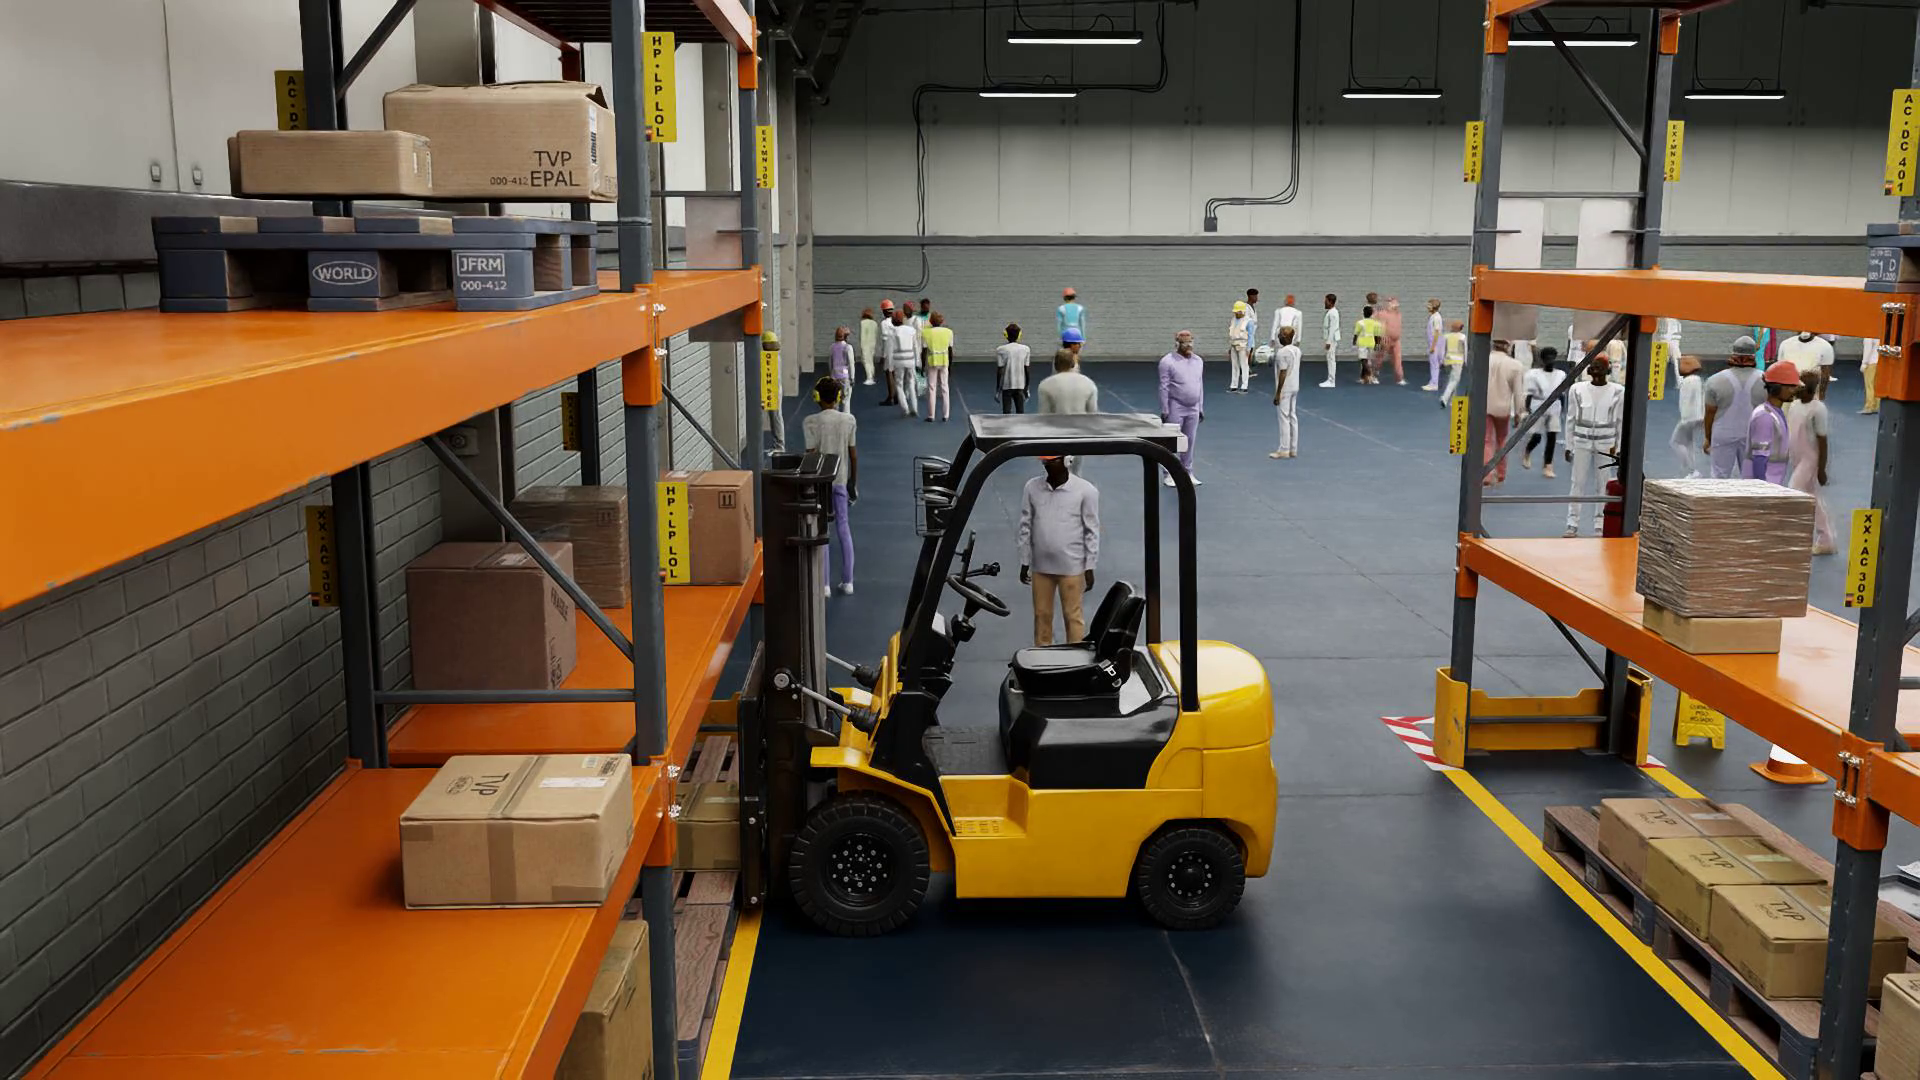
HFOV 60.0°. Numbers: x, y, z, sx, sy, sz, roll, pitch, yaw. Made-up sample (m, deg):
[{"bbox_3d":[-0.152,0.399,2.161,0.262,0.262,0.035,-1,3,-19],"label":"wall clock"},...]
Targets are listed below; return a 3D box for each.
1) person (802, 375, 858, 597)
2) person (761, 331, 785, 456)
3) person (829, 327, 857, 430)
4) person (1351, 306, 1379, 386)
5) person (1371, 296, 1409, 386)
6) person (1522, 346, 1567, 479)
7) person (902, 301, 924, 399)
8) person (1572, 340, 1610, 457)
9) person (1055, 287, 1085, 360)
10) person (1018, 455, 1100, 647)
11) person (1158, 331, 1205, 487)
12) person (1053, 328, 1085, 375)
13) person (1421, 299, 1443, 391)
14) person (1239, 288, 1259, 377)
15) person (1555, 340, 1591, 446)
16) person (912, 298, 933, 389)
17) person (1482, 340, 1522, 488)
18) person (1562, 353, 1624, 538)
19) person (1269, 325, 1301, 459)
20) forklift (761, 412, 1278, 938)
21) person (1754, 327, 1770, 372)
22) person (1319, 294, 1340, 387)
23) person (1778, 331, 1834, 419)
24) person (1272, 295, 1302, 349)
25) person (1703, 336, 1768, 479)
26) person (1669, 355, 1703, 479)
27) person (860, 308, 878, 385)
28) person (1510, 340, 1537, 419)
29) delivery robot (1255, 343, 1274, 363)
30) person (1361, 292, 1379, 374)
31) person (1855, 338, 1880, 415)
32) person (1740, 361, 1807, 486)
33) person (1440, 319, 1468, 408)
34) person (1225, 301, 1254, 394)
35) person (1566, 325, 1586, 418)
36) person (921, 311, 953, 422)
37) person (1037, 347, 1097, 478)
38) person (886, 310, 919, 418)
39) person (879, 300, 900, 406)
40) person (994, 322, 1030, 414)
[{"bbox_3d":[-1.110,-0.453,14.064,0.533,1.868,0.310,-6,12,-29],"label":"person"},{"bbox_3d":[-2.645,-2.052,23.321,0.323,1.742,0.492,-3,11,-15],"label":"person"},{"bbox_3d":[-1.873,-2.565,26.477,0.522,1.636,0.309,9,13,40],"label":"person"},{"bbox_3d":[8.493,-4.046,34.644,0.527,1.670,0.806,-4,11,-19],"label":"person"},{"bbox_3d":[8.977,-4.174,34.859,0.665,1.862,1.001,-6,12,-31],"label":"person"},{"bbox_3d":[7.420,-1.635,21.151,0.540,1.675,0.537,-1,10,-6],"label":"person"},{"bbox_3d":[-0.965,-3.605,31.616,0.428,1.866,0.598,-9,13,-41],"label":"person"},{"bbox_3d":[8.816,-1.982,23.253,0.314,1.630,0.517,-9,13,-41],"label":"person"},{"bbox_3d":[2.314,-4.323,35.171,0.645,2.028,0.429,-2,10,-10],"label":"person"},{"bbox_3d":[0.639,0.146,11.043,0.575,1.749,0.334,6,12,28],"label":"person"},{"bbox_3d":[2.732,-1.605,20.375,0.651,1.907,0.409,-6,12,-29],"label":"person"},{"bbox_3d":[1.331,-1.628,20.422,0.419,1.939,0.613,-3,10,-14],"label":"person"},{"bbox_3d":[9.517,-3.925,33.469,0.345,1.847,0.504,2,10,11],"label":"person"},{"bbox_3d":[6.431,-4.613,37.000,0.376,1.957,0.608,5,11,27],"label":"person"},{"bbox_3d":[9.015,-2.153,24.263,0.690,1.615,0.539,3,11,19],"label":"person"},{"bbox_3d":[-0.786,-4.052,34.205,0.604,1.857,0.973,-4,11,-21],"label":"person"},{"bbox_3d":[6.524,-1.614,20.302,0.638,1.965,0.558,4,11,23],"label":"person"},{"bbox_3d":[6.377,-0.937,16.719,0.575,1.882,0.360,5,11,26],"label":"person"},{"bbox_3d":[4.497,-2.035,22.940,0.329,1.844,0.515,8,13,39],"label":"person"},{"bbox_3d":[0.291,0.548,7.580,2.313,2.155,1.214,0,10,-2],"label":"forklift"},{"bbox_3d":[16.611,-4.109,34.528,0.353,1.837,0.511,6,12,28],"label":"person"},{"bbox_3d":[7.653,-4.115,34.325,0.391,1.920,0.593,2,10,12],"label":"person"},{"bbox_3d":[11.440,-2.077,22.632,0.690,2.000,0.535,10,14,43],"label":"person"},{"bbox_3d":[7.044,-4.336,35.764,0.589,1.835,0.920,4,11,23],"label":"person"},{"bbox_3d":[7.937,-1.065,16.993,0.684,2.000,0.538,4,11,20],"label":"person"},{"bbox_3d":[8.875,-1.447,20.298,0.354,1.609,0.532,9,14,41],"label":"person"},{"bbox_3d":[-1.900,-4.067,34.958,0.449,1.596,0.627,8,13,37],"label":"person"},{"bbox_3d":[9.541,-2.975,28.113,0.334,1.871,0.521,-5,11,-27],"label":"person"},{"bbox_3d":[7.320,-4.499,40.003,0.477,0.478,0.707,4,11,21],"label":"delivery robot"},{"bbox_3d":[9.283,-4.667,37.604,0.344,1.846,0.507,-1,10,-7],"label":"person"},{"bbox_3d":[15.797,-3.052,28.846,0.526,1.761,0.337,-6,12,-31],"label":"person"},{"bbox_3d":[6.612,-0.447,13.590,0.419,2.034,0.605,7,12,34],"label":"person"},{"bbox_3d":[8.845,-3.160,29.875,0.740,1.614,0.526,-9,13,-40],"label":"person"},{"bbox_3d":[5.512,-3.794,32.809,0.403,1.822,0.589,-7,13,-35],"label":"person"},{"bbox_3d":[10.441,-2.975,27.976,0.391,1.919,0.593,-4,11,-22],"label":"person"},{"bbox_3d":[-0.383,-2.875,27.605,0.567,1.850,0.389,-4,11,-20],"label":"person"},{"bbox_3d":[1.132,-1.034,17.197,0.670,1.911,0.669,-3,11,-15],"label":"person"},{"bbox_3d":[-0.946,-2.974,28.195,0.632,1.850,0.549,-6,12,-31],"label":"person"},{"bbox_3d":[-1.298,-3.413,30.378,0.376,1.933,0.545,6,12,30],"label":"person"},{"bbox_3d":[0.729,-2.101,23.241,0.516,1.872,0.327,-3,11,-17],"label":"person"}]
